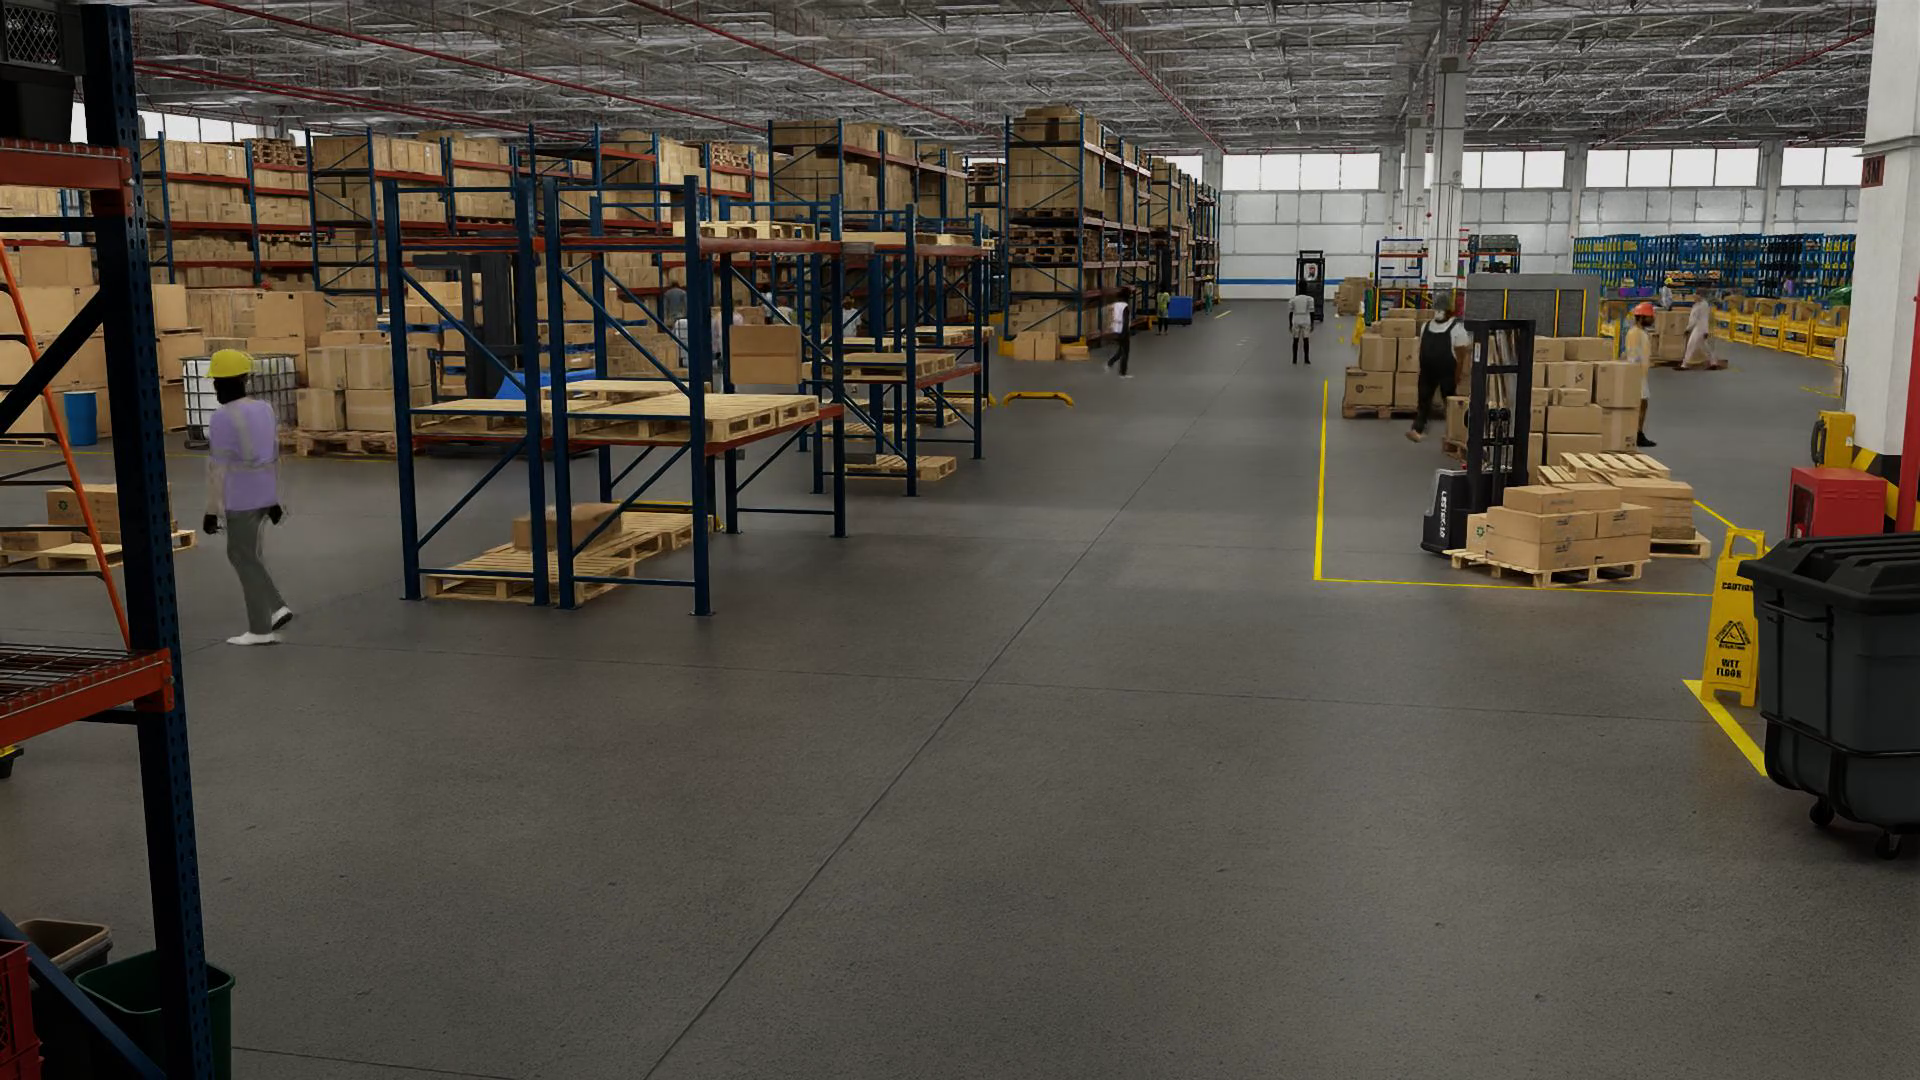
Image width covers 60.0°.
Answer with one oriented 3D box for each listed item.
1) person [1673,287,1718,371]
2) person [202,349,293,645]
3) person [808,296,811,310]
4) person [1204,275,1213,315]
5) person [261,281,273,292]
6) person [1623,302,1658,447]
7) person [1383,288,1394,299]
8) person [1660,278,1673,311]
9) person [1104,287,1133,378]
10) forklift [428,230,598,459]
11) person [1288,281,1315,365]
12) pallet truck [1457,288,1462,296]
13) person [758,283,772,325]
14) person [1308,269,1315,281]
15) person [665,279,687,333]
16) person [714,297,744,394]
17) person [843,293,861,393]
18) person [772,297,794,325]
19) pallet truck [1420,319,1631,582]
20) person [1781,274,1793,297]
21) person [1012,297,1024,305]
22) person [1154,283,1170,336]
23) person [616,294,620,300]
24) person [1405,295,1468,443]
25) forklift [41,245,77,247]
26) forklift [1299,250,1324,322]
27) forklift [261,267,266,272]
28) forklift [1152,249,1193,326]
[{"bbox_3d":[16.453,-4.681,36.970,0.977,1.865,0.644,2,10,14],"label":"person"},{"bbox_3d":[-4.597,-0.263,10.646,0.428,1.911,0.596,1,10,4],"label":"person"},{"bbox_3d":[-5.616,-9.164,64.150,0.499,1.636,0.286,-1,10,-3],"label":"person"},{"bbox_3d":[11.106,-10.961,74.430,0.322,1.761,0.522,-7,12,-36],"label":"person"},{"bbox_3d":[-17.392,-5.552,41.926,0.680,1.915,0.580,1,10,9],"label":"person"},{"bbox_3d":[8.894,-2.188,22.019,0.656,1.916,0.560,8,13,41],"label":"person"},{"bbox_3d":[14.066,-7.600,54.958,0.777,1.597,0.527,-6,11,-31],"label":"person"},{"bbox_3d":[24.659,-8.223,58.055,0.403,1.818,0.601,7,12,37],"label":"person"},{"bbox_3d":[3.334,-4.300,34.534,0.506,1.909,0.604,-3,10,-19],"label":"person"},{"bbox_3d":[-5.588,-2.467,20.815,1.873,2.768,1.129,2,10,12],"label":"forklift"},{"bbox_3d":[7.997,-5.077,39.013,0.649,1.963,0.404,3,10,20],"label":"person"},{"bbox_3d":[20.506,-9.785,68.819,0.653,1.274,1.630,2,10,12],"label":"pallet truck"},{"bbox_3d":[-6.425,-7.584,54.635,0.552,1.677,0.565,3,10,18],"label":"person"},{"bbox_3d":[17.651,-12.615,83.525,0.381,1.994,0.622,6,11,30],"label":"person"},{"bbox_3d":[-8.152,-6.534,47.751,0.638,1.918,0.673,2,10,10],"label":"person"},{"bbox_3d":[-4.011,-3.347,29.153,0.634,1.820,0.739,7,12,37],"label":"person"},{"bbox_3d":[-2.075,-3.639,30.752,0.538,1.866,0.313,2,10,12],"label":"person"},{"bbox_3d":[-4.127,-4.902,39.011,0.526,1.605,0.811,-3,10,-19],"label":"person"},{"bbox_3d":[4.543,-0.757,13.299,0.823,1.965,1.885,-4,10,-22],"label":"pallet truck"},{"bbox_3d":[35.801,-10.602,72.089,0.615,1.822,0.498,-8,12,-39],"label":"person"},{"bbox_3d":[2.030,-8.359,59.001,0.532,1.767,0.328,9,13,43],"label":"person"},{"bbox_3d":[6.591,-7.497,54.108,0.322,1.693,0.534,-8,13,-41],"label":"person"},{"bbox_3d":[-8.450,-5.243,40.947,0.528,1.630,0.320,0,10,-1],"label":"person"},{"bbox_3d":[6.423,-2.307,22.350,0.692,2.000,1.038,8,12,40],"label":"person"},{"bbox_3d":[-23.518,-6.320,43.632,1.873,2.768,1.129,2,10,12],"label":"forklift"},{"bbox_3d":[13.778,-10.002,65.433,1.129,2.768,1.873,2,10,12],"label":"forklift"},{"bbox_3d":[-24.355,-8.655,57.457,1.873,2.768,1.129,5,11,28],"label":"forklift"},{"bbox_3d":[7.646,-9.320,61.395,1.873,2.768,1.129,2,10,11],"label":"forklift"}]
